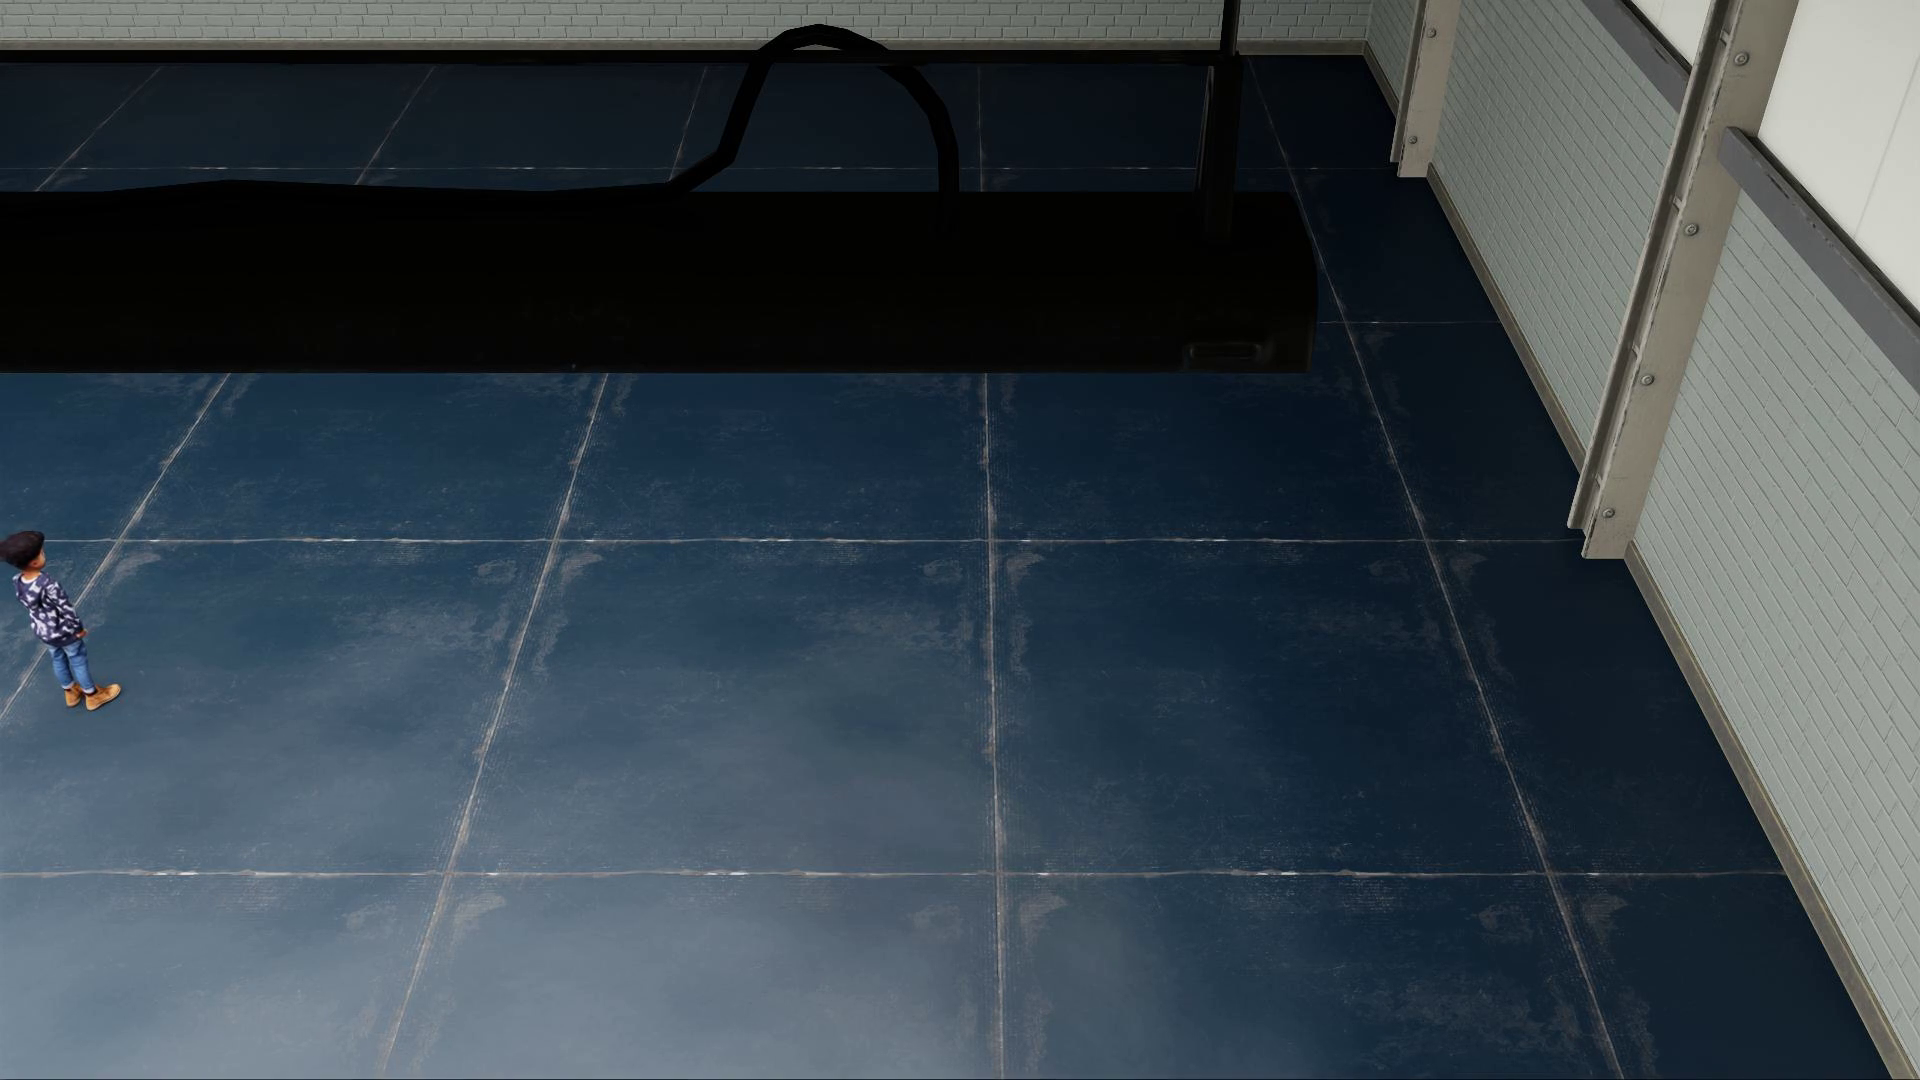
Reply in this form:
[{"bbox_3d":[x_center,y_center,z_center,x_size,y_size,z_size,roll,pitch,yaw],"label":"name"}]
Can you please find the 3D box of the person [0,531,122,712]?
[{"bbox_3d":[-5.326,0.478,9.780,0.556,1.255,0.574,12,39,15],"label":"person"}]
